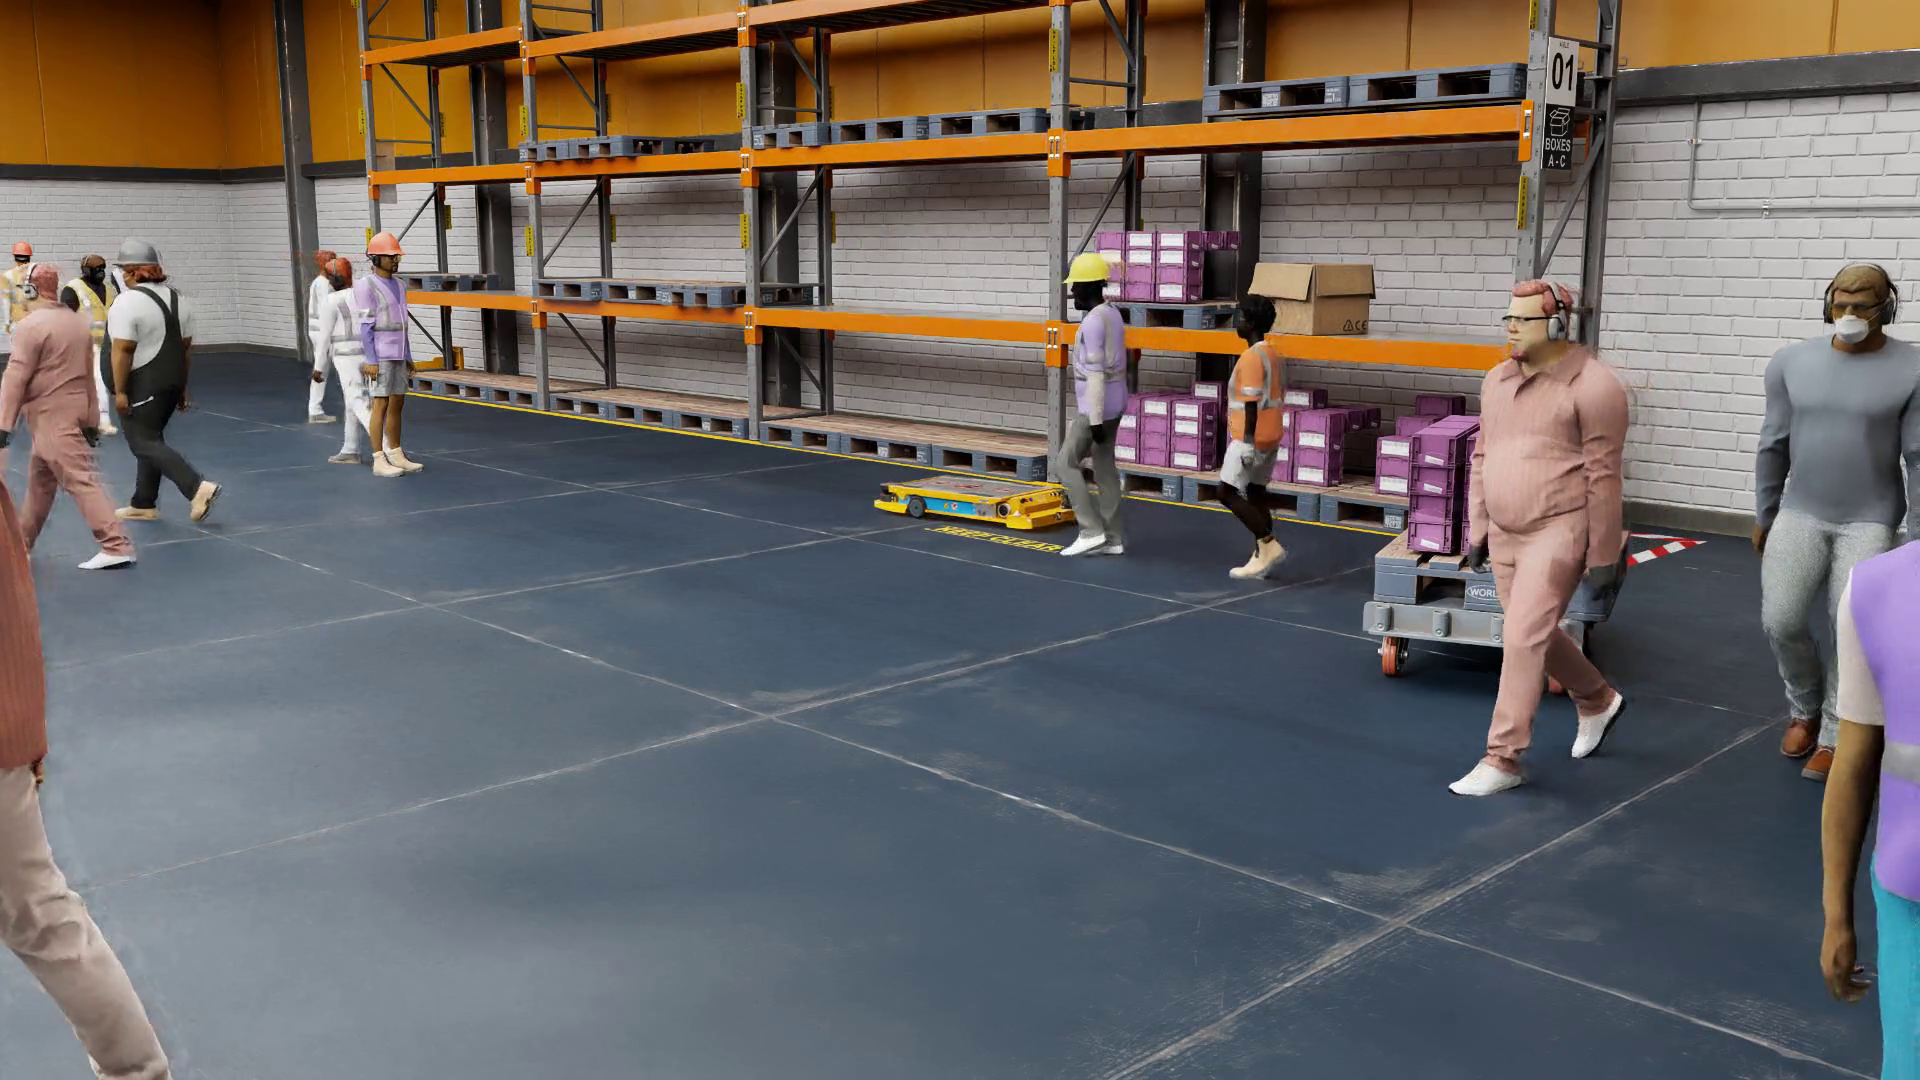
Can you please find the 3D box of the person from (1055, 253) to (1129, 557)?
[{"bbox_3d":[0.823,-0.832,10.454,0.519,1.908,0.592,4,11,22],"label":"person"}]

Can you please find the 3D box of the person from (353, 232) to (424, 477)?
[{"bbox_3d":[-4.809,-1.561,14.049,0.374,2.044,0.606,3,11,14],"label":"person"}]

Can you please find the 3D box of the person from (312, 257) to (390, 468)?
[{"bbox_3d":[-5.242,-1.526,14.451,0.938,1.842,0.574,5,11,24],"label":"person"}]

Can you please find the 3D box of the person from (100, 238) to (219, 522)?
[{"bbox_3d":[-5.623,-1.118,11.642,0.847,2.000,0.686,1,10,8],"label":"person"}]

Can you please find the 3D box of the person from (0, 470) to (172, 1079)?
[{"bbox_3d":[-2.195,0.432,3.448,1.018,1.938,0.611,-5,11,-24],"label":"person"}]

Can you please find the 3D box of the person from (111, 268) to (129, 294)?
[{"bbox_3d":[-11.200,-3.067,22.663,0.590,1.906,0.433,-8,13,-37],"label":"person"}]

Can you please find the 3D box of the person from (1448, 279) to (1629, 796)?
[{"bbox_3d":[2.195,-0.023,6.150,0.889,1.877,0.655,-4,11,-23],"label":"person"}]

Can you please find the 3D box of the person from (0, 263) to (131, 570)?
[{"bbox_3d":[-5.535,-0.734,10.058,0.999,1.855,0.640,-1,10,-3],"label":"person"}]

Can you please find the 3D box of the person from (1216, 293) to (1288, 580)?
[{"bbox_3d":[1.697,-0.583,9.679,0.360,1.687,0.543,4,11,22],"label":"person"}]

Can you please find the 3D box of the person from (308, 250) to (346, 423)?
[{"bbox_3d":[-6.711,-2.185,17.978,0.830,1.850,0.608,-5,12,-27],"label":"person"}]

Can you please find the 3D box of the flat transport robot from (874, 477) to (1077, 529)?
[{"bbox_3d":[0.133,-0.286,11.934,1.431,0.197,0.652,8,13,38],"label":"flat transport robot"}]

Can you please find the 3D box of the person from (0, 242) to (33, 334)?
[{"bbox_3d":[-11.949,-2.843,21.328,0.552,1.935,0.368,-6,12,-32],"label":"person"}]

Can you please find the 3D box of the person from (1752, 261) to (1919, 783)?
[{"bbox_3d":[3.239,-0.052,6.125,0.647,1.924,0.440,9,14,41],"label":"person"}]

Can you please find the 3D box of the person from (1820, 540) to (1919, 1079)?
[{"bbox_3d":[1.726,0.622,2.738,0.584,1.822,0.521,7,12,33],"label":"person"}]

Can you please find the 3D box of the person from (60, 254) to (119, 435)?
[{"bbox_3d":[-8.667,-1.965,16.841,0.627,1.821,0.650,4,11,20],"label":"person"}]
